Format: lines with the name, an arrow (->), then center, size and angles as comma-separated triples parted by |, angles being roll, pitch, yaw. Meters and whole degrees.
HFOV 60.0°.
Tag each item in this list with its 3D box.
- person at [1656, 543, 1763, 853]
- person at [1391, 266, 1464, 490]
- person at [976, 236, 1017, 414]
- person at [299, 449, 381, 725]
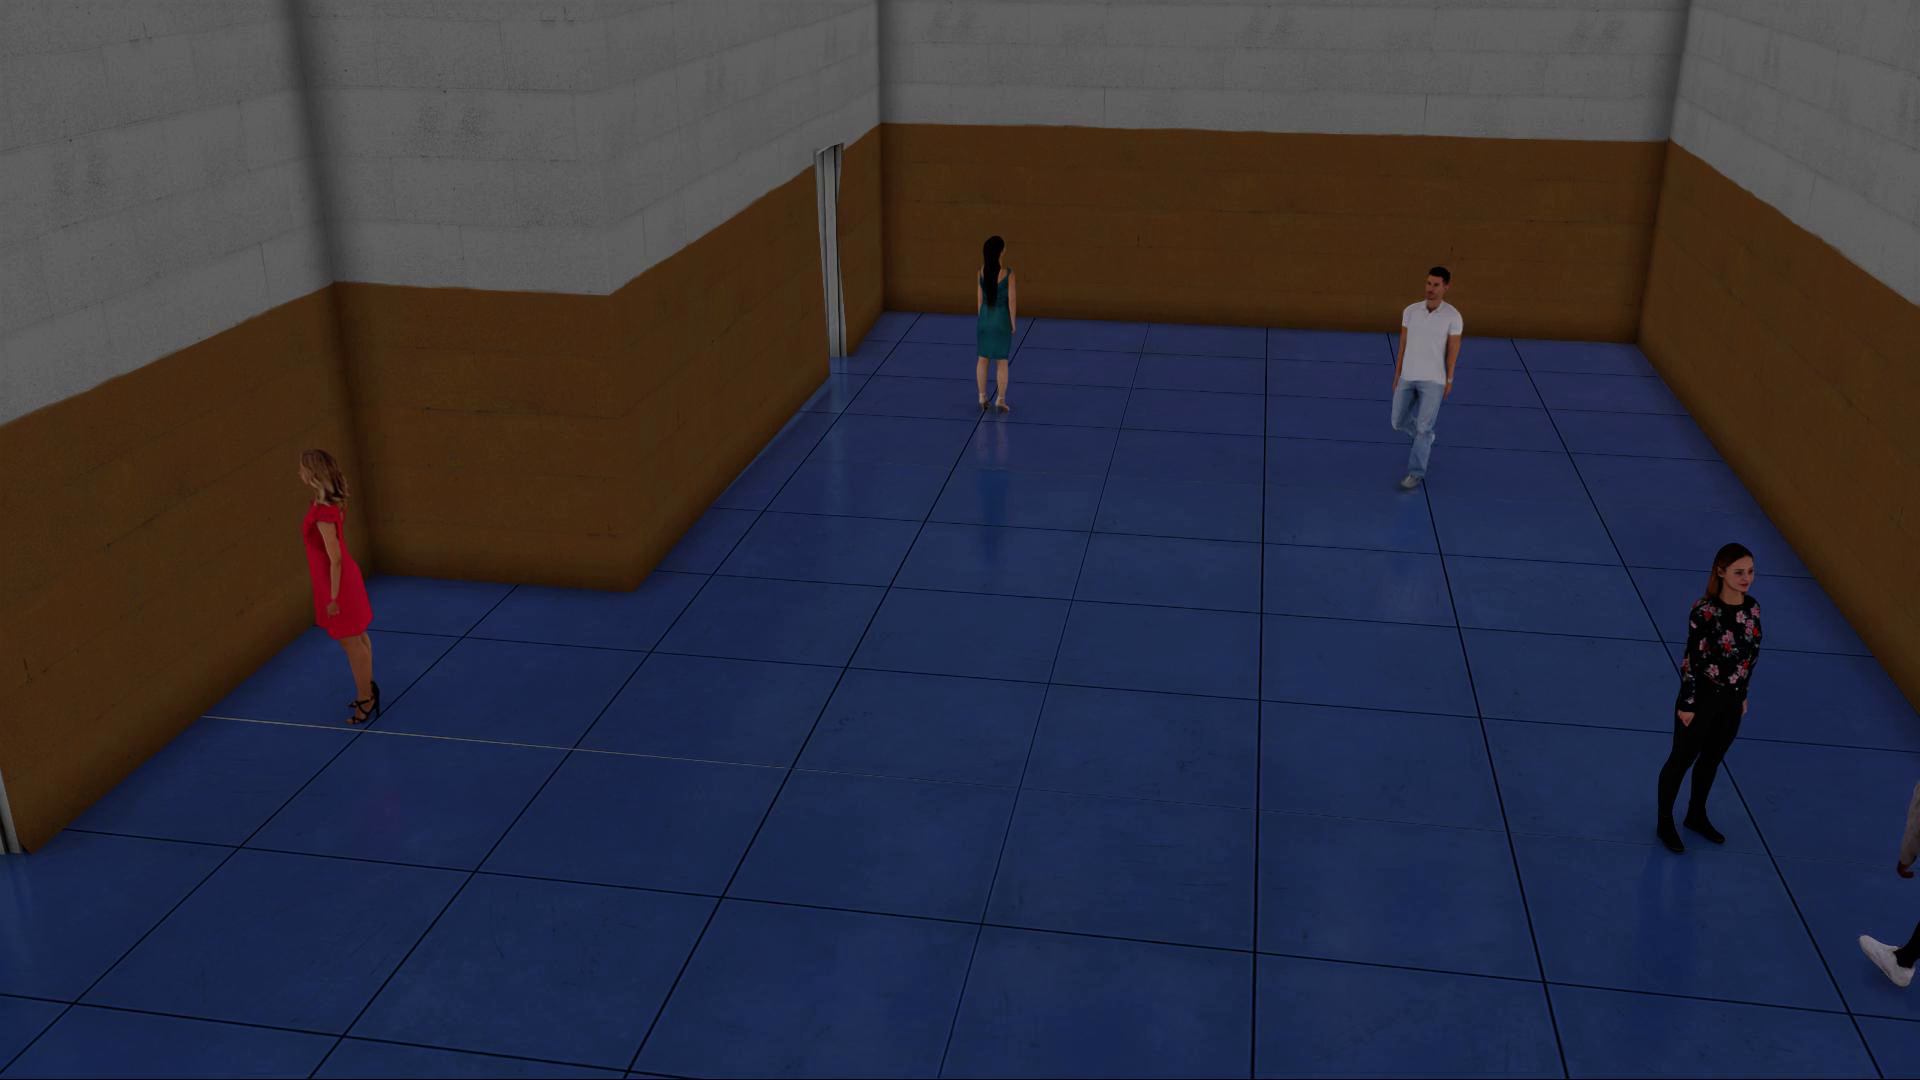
person -> 3.899, 0.806, 8.640 | 0.596, 1.684, 0.710 | -7, 23, -18
person -> 3.883, -1.369, 13.837 | 1.021, 1.845, 1.023 | 18, 28, 38
person -> 0.322, -2.036, 15.710 | 0.457, 1.686, 0.622 | 7, 23, 18
person -> -3.694, 0.267, 9.923 | 0.656, 1.728, 0.647 | -5, 22, -13
